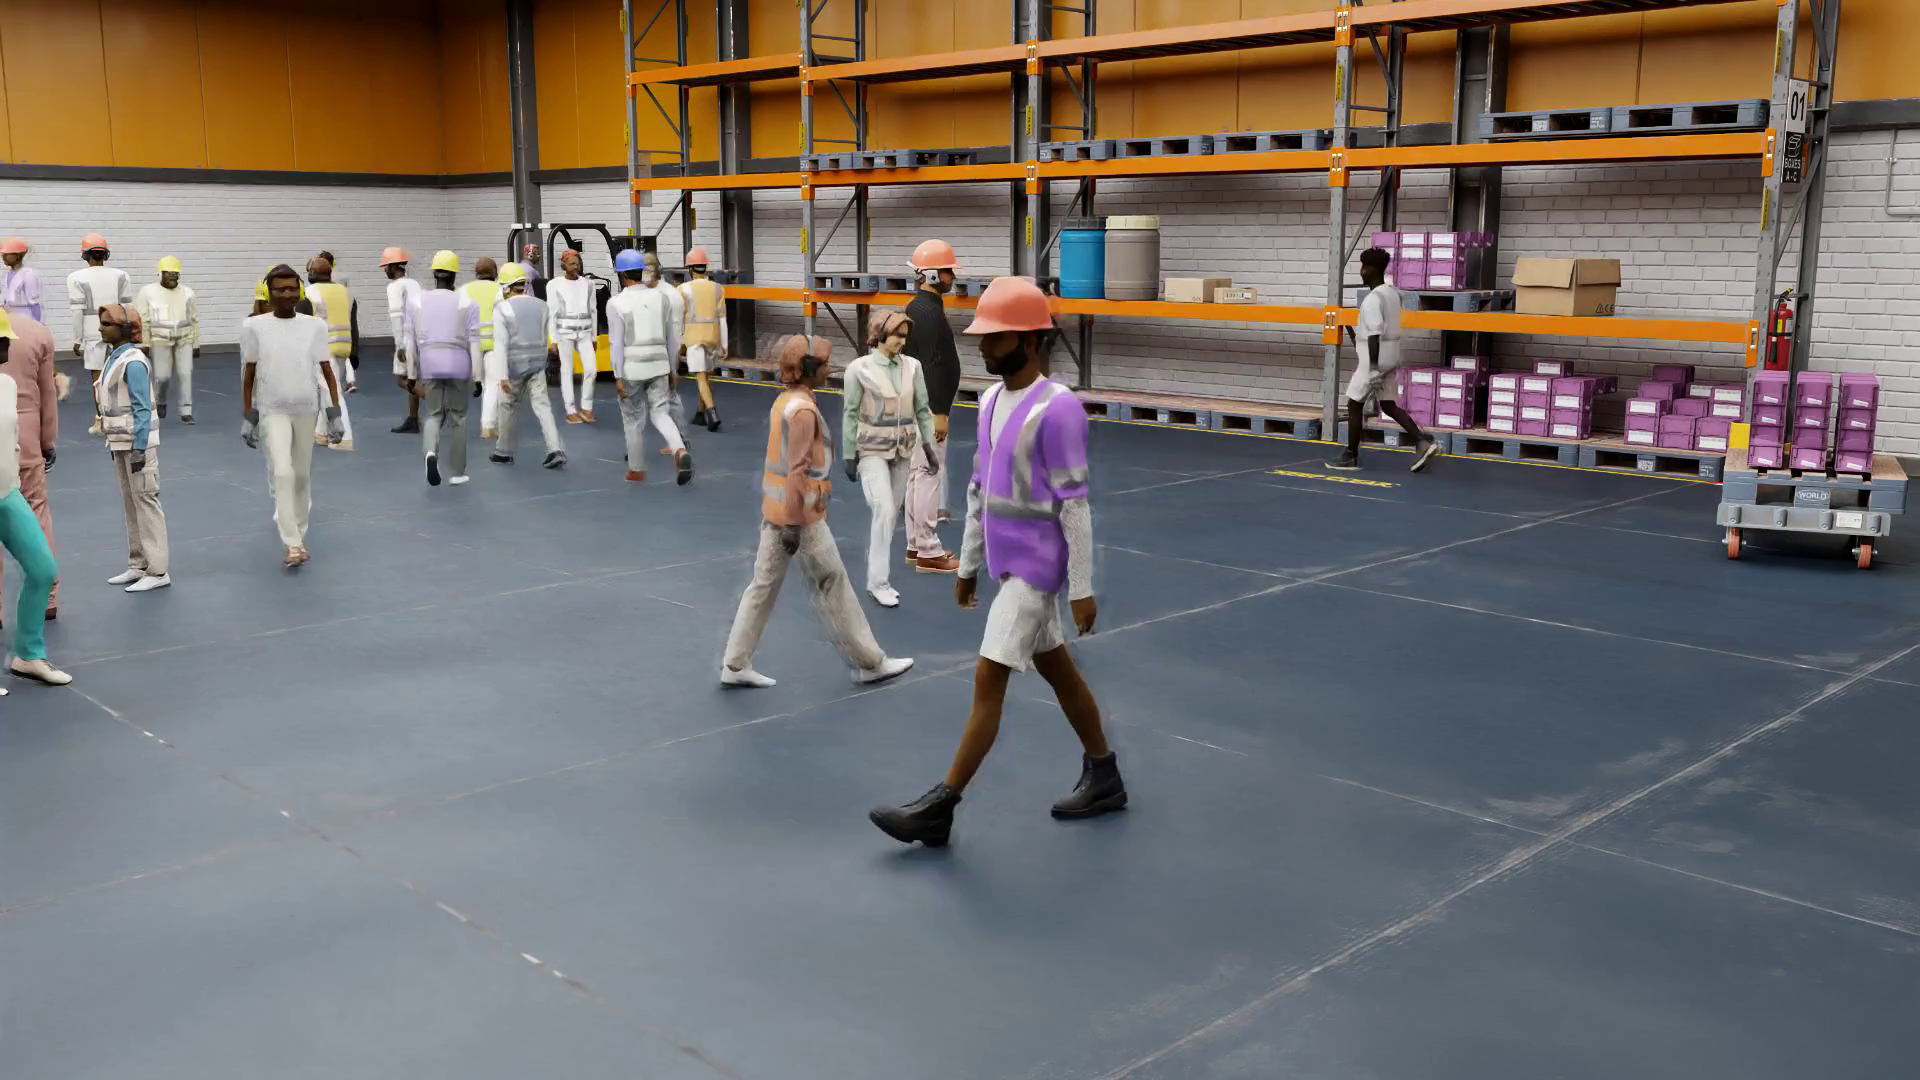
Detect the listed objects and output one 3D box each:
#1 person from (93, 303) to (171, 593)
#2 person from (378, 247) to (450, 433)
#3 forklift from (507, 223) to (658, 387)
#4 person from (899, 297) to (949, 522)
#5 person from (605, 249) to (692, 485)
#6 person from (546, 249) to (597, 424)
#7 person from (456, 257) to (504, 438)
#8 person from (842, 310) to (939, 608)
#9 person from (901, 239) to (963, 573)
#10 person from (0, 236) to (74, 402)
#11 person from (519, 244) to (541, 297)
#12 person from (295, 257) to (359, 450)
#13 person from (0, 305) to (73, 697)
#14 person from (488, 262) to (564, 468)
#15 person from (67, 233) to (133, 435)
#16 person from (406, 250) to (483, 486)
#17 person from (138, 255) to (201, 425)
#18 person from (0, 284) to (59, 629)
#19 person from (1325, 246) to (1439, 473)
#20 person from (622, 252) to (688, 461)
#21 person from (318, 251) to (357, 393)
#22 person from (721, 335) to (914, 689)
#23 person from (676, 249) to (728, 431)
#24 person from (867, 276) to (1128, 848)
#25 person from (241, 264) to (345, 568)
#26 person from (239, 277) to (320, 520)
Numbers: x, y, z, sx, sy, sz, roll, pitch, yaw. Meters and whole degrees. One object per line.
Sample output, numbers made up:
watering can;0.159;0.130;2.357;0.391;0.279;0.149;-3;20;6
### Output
person;-4.741;-0.530;9.516;0.307;1.645;0.519;-9;14;-41
person;-5.532;-2.014;16.881;0.685;1.911;0.561;2;11;13
forklift;-5.316;-3.263;22.920;2.313;2.155;1.214;-10;14;-44
person;-0.290;-0.939;11.899;0.519;1.583;0.876;-5;12;-26
person;-2.501;-1.360;13.312;0.624;1.915;0.804;-8;13;-37
person;-4.113;-2.159;17.774;0.600;1.865;0.558;-7;12;-33
person;-4.735;-1.957;16.887;0.653;1.787;0.957;1;10;5
person;-0.360;-0.444;9.136;0.510;1.614;0.613;-9;14;-40
person;-0.169;-0.804;10.048;0.379;1.996;0.611;-2;11;-11
person;-10.796;-2.518;19.343;0.624;2.019;0.777;9;13;39
person;-6.122;-3.281;23.831;0.403;1.900;0.636;-5;11;-24
person;-6.100;-1.763;15.781;0.890;1.801;0.640;5;12;25
person;-4.215;-0.163;7.252;0.565;1.749;0.544;2;11;11
person;-3.792;-1.511;14.472;0.909;1.796;0.593;10;14;43
person;-8.710;-2.082;16.893;0.371;2.044;0.608;9;14;41
person;-4.135;-1.355;13.321;0.617;1.906;0.648;-1;10;-5
person;-8.463;-2.143;17.842;0.608;1.812;0.519;-8;13;-38
person;-4.993;-0.492;8.586;0.409;1.911;0.644;7;13;35
person;3.632;-1.523;14.171;0.897;1.937;0.603;8;13;37
person;-2.763;-1.648;15.009;0.647;1.884;0.981;3;11;17
person;-8.106;-2.814;21.507;0.501;1.834;0.963;-9;14;-40
person;-0.683;-0.116;7.409;0.875;1.579;0.525;-4;11;-19
person;-2.686;-2.087;17.367;0.550;1.896;0.979;-6;12;-31
person;0.171;0.073;5.560;1.019;1.882;0.565;-5;11;-24
person;-4.046;-0.742;10.131;0.564;1.838;0.845;-7;12;-32
person;-4.832;-0.997;11.819;0.509;1.728;0.370;-3;11;-15
